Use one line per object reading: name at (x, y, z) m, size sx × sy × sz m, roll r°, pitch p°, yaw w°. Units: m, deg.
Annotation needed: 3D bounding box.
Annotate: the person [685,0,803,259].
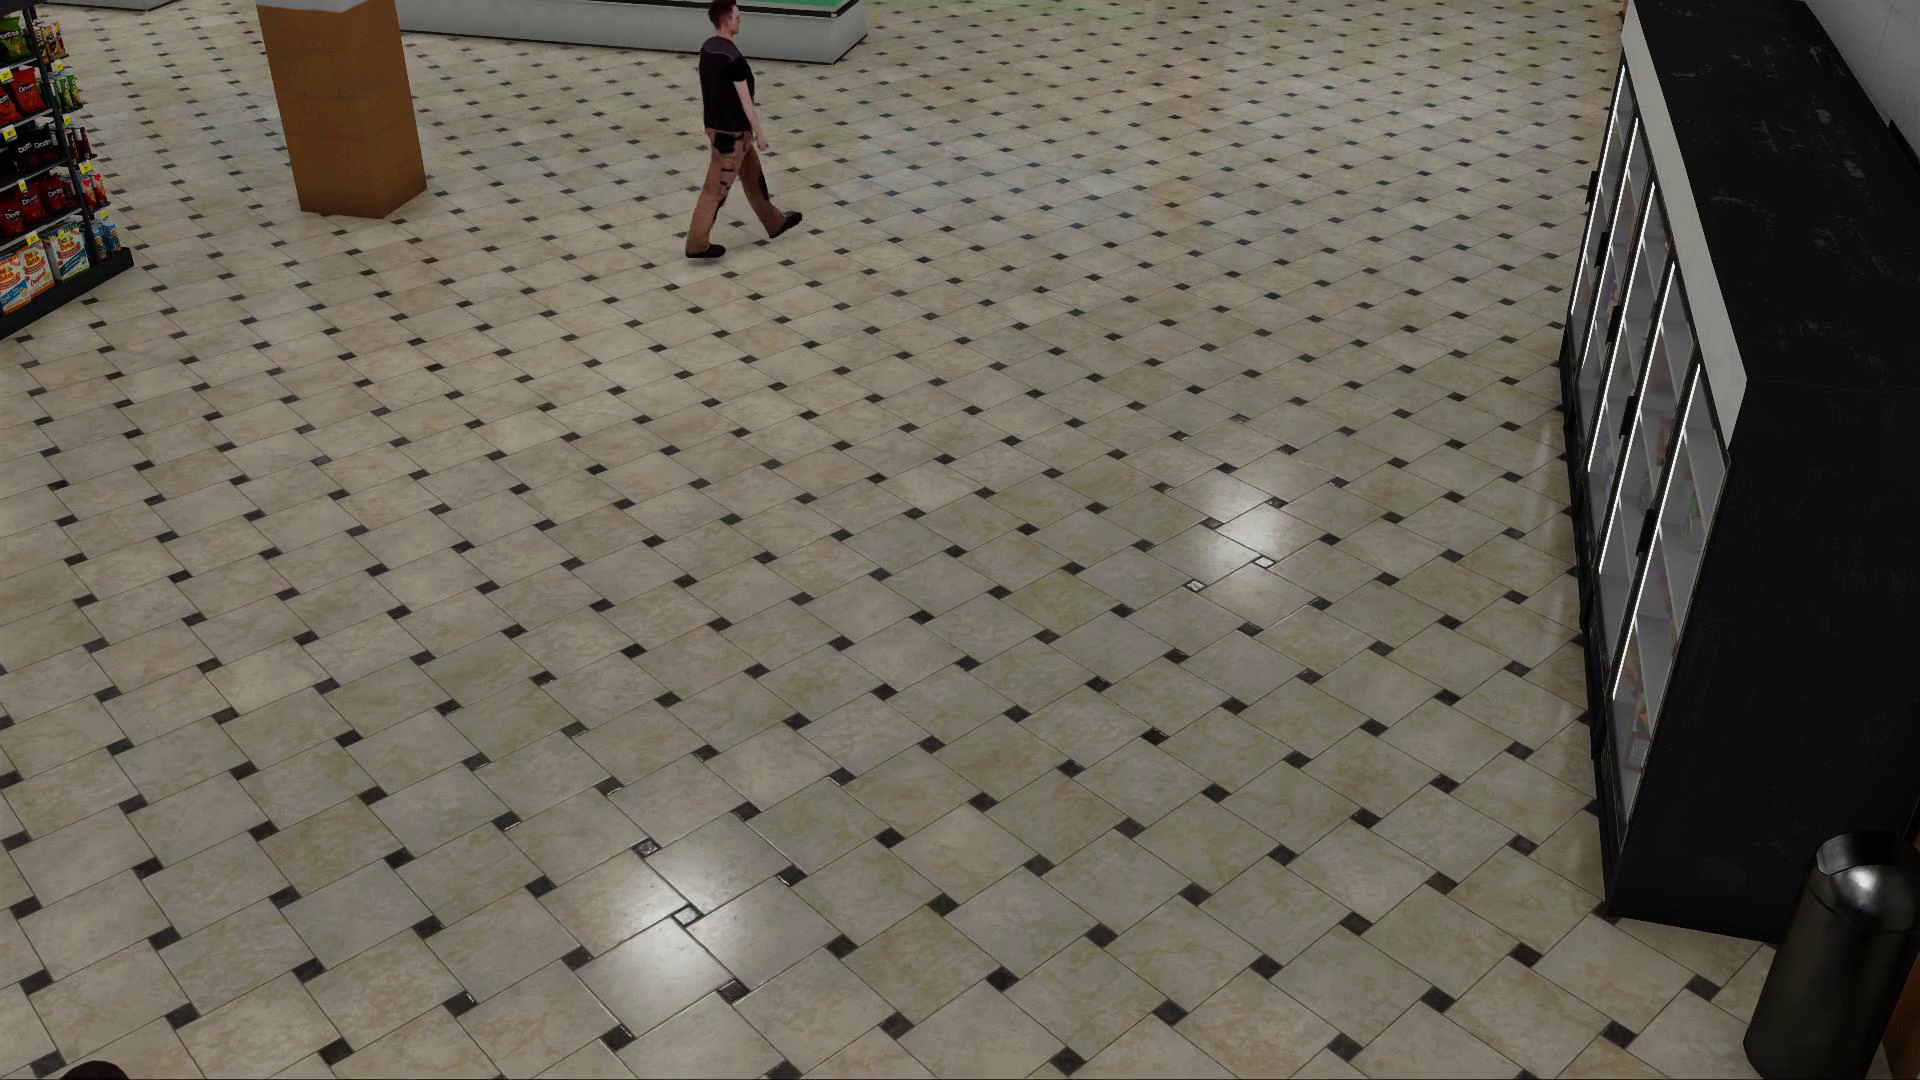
person at (-1.695, -2.817, 11.595) m, size 1.273 × 1.787 × 1.198 m, roll -16°, pitch 35°, yaw -24°
